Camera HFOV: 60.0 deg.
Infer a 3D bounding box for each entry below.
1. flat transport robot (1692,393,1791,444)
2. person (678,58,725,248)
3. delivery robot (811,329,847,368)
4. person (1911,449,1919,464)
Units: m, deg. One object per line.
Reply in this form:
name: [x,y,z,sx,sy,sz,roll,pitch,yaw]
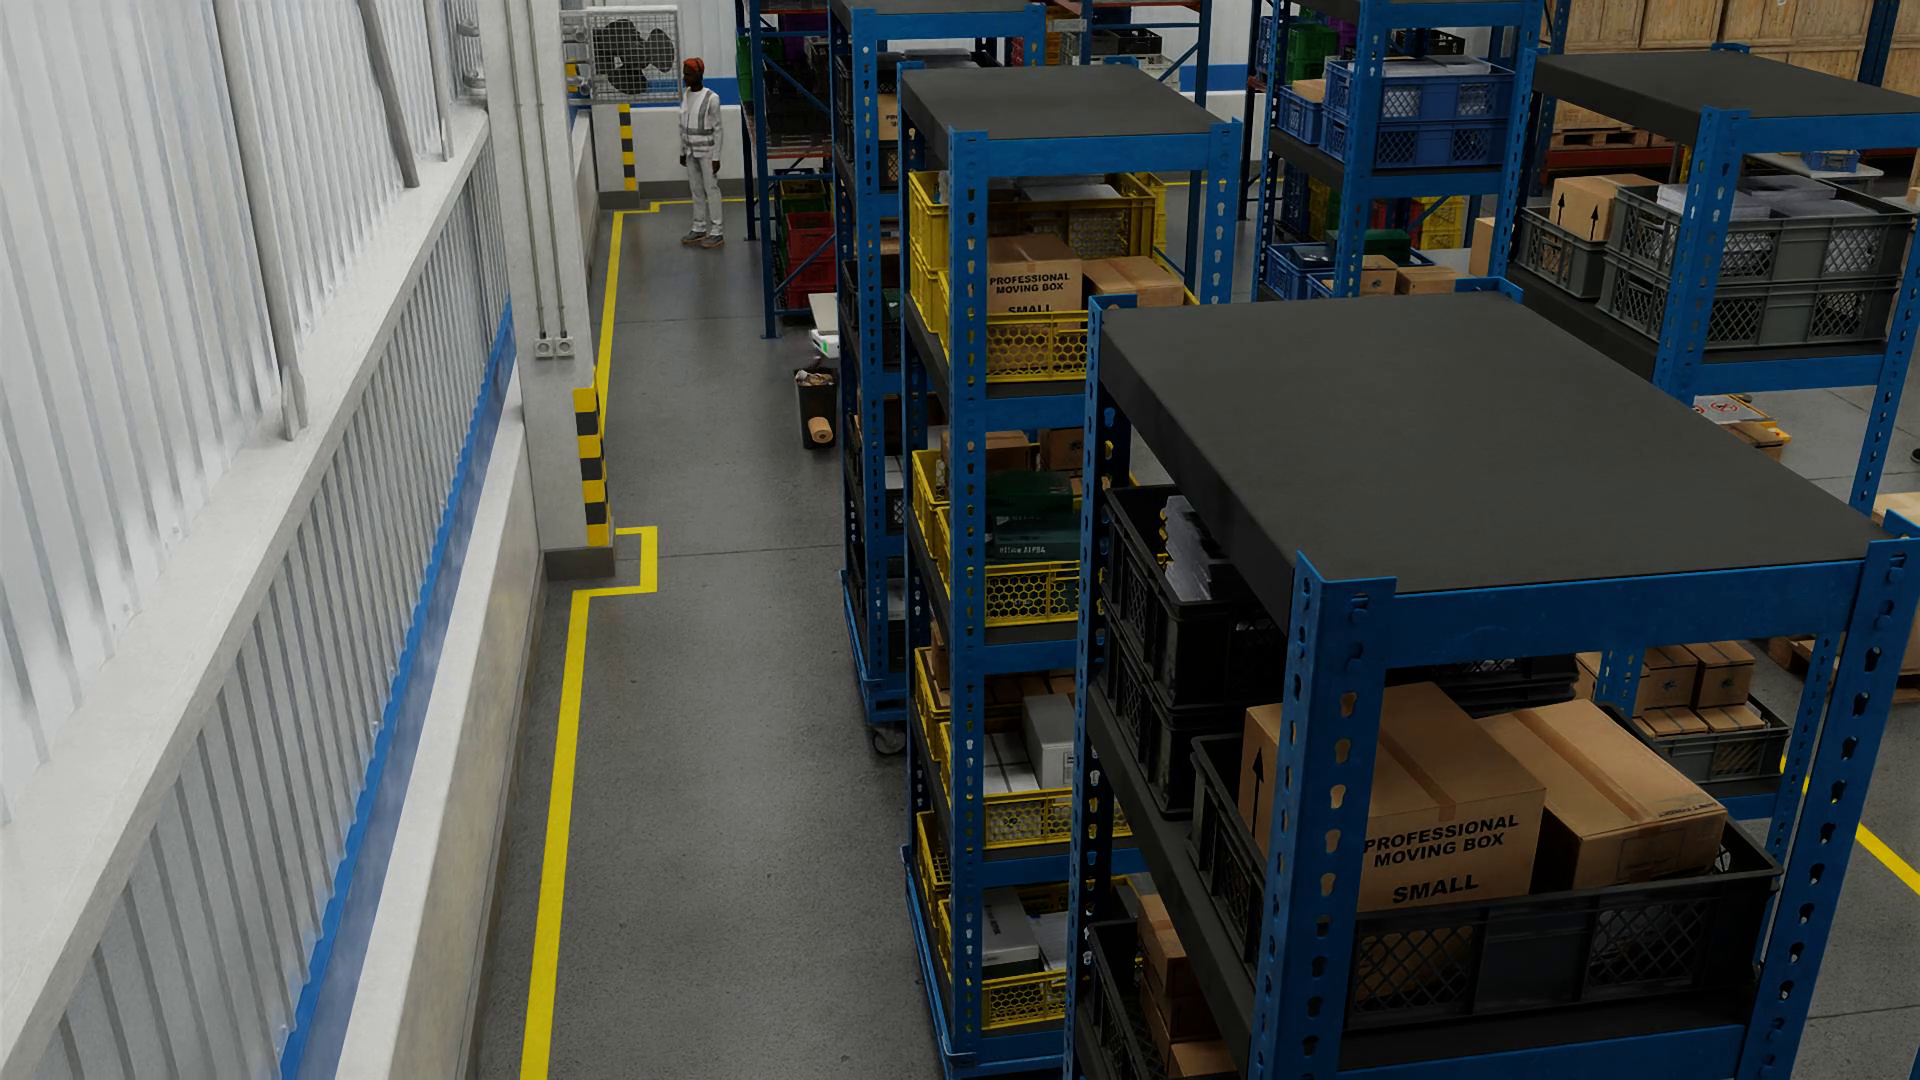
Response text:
flat transport robot: [5.224,-0.859,12.132,1.431,0.197,0.652,-4,25,-8]
person: [-2.641,-3.927,16.887,0.585,1.882,0.344,19,31,36]
delivery robot: [-0.817,-1.587,13.270,0.707,0.478,0.477,-10,26,-21]
person: [6.936,-1.356,11.358,0.600,1.830,0.404,5,25,11]
